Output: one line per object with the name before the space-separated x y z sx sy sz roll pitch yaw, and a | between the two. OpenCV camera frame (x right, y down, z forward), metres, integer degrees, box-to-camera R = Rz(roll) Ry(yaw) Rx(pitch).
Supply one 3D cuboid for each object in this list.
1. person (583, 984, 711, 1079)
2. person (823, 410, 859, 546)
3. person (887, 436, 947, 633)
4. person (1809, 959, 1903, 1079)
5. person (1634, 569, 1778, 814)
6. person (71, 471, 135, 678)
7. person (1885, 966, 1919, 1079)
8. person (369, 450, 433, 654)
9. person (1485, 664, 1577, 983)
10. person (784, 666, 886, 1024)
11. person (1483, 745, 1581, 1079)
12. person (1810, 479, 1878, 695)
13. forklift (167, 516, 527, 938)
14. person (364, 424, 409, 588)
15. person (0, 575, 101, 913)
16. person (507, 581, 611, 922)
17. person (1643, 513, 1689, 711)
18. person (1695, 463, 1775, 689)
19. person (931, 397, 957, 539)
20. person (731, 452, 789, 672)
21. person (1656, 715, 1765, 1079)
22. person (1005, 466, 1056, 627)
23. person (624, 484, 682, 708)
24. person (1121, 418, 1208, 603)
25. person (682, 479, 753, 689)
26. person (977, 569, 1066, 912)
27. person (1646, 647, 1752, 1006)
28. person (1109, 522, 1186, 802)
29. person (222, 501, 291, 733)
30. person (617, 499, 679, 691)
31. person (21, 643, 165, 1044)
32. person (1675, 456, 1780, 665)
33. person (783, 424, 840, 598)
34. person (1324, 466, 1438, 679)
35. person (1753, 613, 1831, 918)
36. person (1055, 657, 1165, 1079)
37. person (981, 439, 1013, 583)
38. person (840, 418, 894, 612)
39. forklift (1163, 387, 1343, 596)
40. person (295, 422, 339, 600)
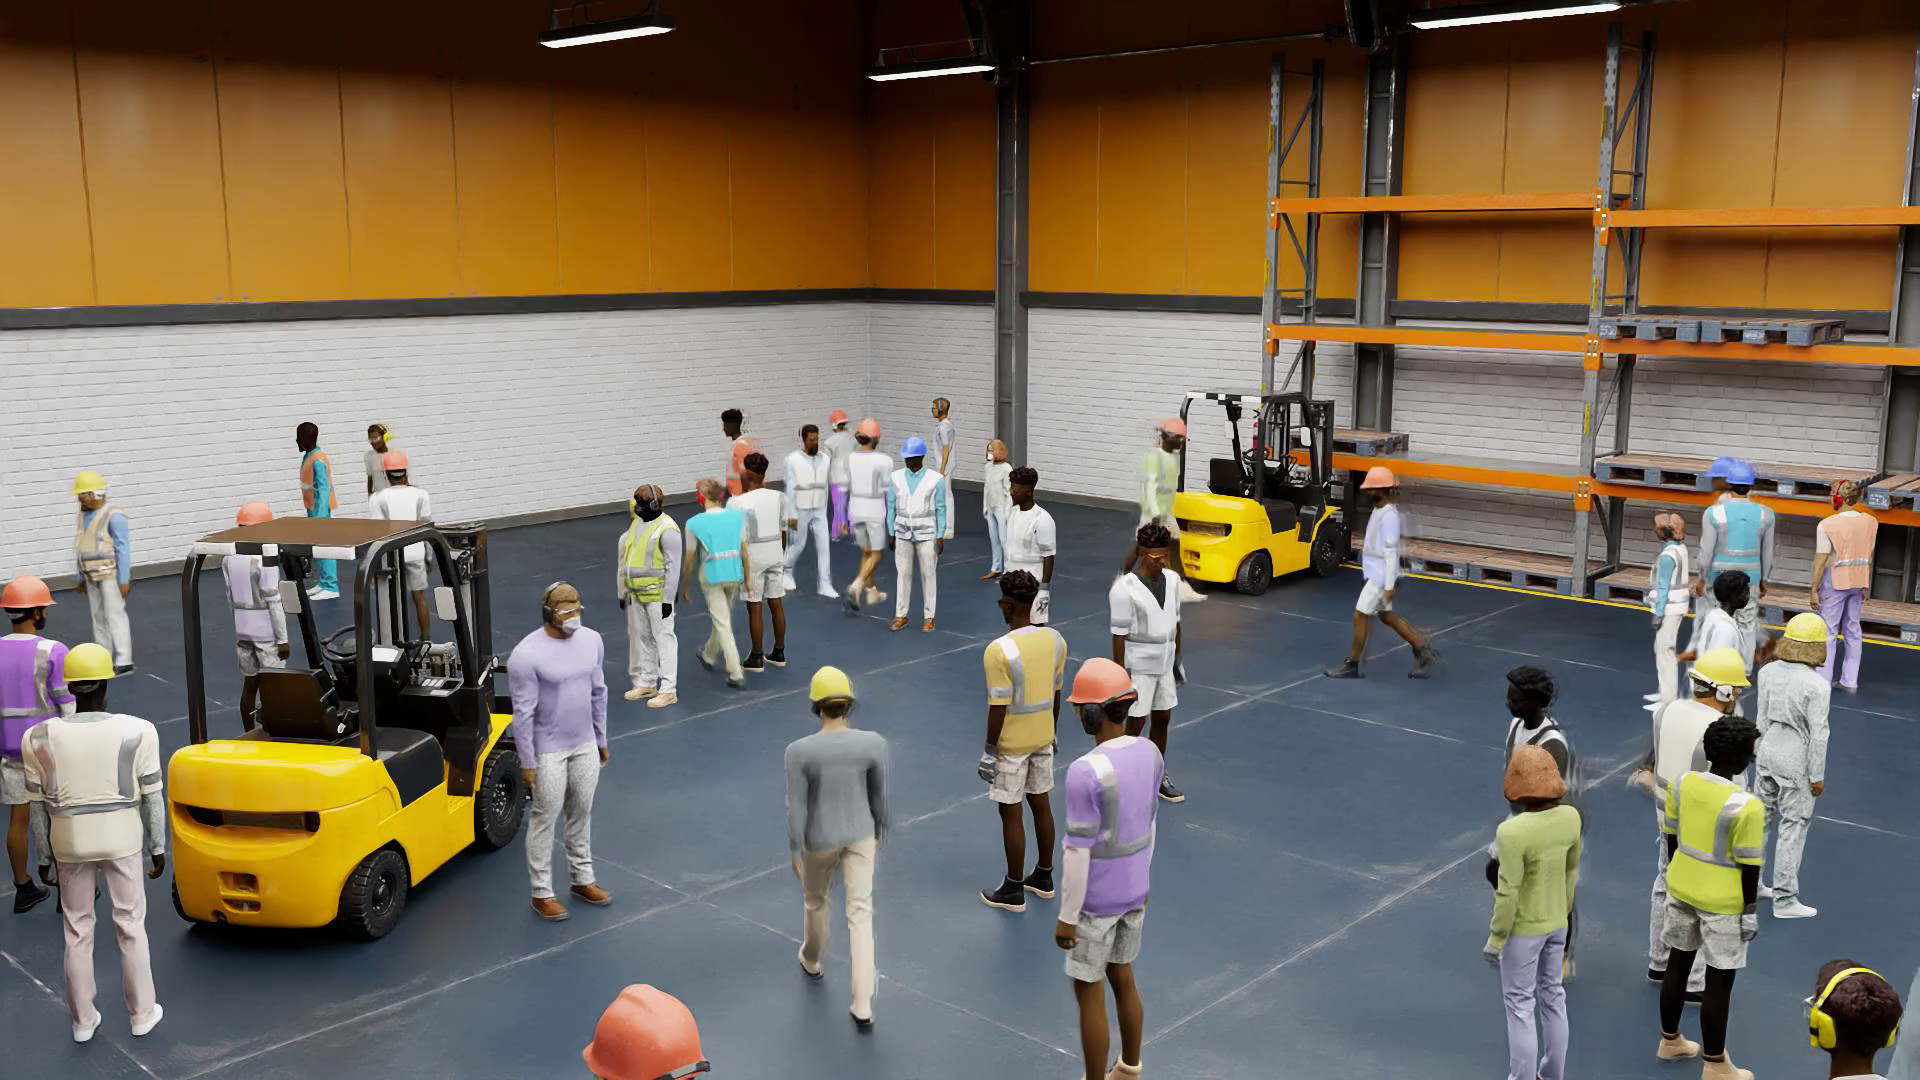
person | -0.729 2.055 4.031 0.377 2.045 0.605 8 13 38
person | -1.497 -0.798 21.197 0.805 1.726 0.569 10 14 44
person | -0.428 -0.055 16.332 0.605 1.944 0.402 3 10 17
person | 2.376 2.056 4.560 0.505 1.864 0.331 -2 10 -10
person | 5.028 0.996 11.161 0.874 1.656 0.538 3 10 16
person | -7.558 0.295 14.679 0.603 1.827 0.403 6 12 32
person | 4.020 1.741 6.725 0.874 1.722 0.558 -3 10 -17
person | -5.124 0.137 15.269 0.552 1.933 0.378 -6 12 -32
person | 2.930 1.457 8.487 0.488 1.673 0.545 -2 10 -9
person | -0.610 1.473 8.281 0.534 1.713 0.929 -3 10 -16
person | 2.484 1.695 7.255 0.506 1.631 0.277 -6 12 -32
person | 7.421 0.411 13.999 0.560 1.836 0.394 -2 10 -13
forklift | -3.583 0.976 9.748 1.214 2.155 2.313 2 10 11
person | -6.395 -0.395 18.644 0.511 1.829 0.655 0 10 1
person | -5.243 1.158 9.454 0.551 1.933 0.376 0 10 2
person | -2.248 1.174 9.390 0.379 1.930 0.630 8 13 38
person | 5.760 0.589 13.562 0.330 1.629 0.521 6 11 30
person | 6.615 0.313 14.226 0.614 1.946 0.389 1 10 4
person | -0.212 -0.932 21.607 0.325 1.843 0.517 1 10 5
person | -1.790 0.195 14.844 0.607 1.966 0.373 -10 14 -44
person | 3.398 1.618 7.527 0.325 1.690 0.536 -4 11 -19
person | 0.558 0.350 13.963 0.362 1.963 0.613 -6 12 -30
person | -2.551 0.452 13.741 0.429 1.844 0.627 -9 14 -42
person | 2.128 -0.318 17.773 1.061 1.972 0.704 9 13 40
person | -2.139 0.356 14.430 0.585 1.783 0.985 -8 13 -39
person | 0.343 1.133 9.503 0.361 1.963 0.614 10 14 43
person | 3.687 1.423 8.287 0.403 1.818 0.601 -3 10 -14
person | 1.271 0.843 11.212 0.615 1.951 0.388 -8 13 -38
person | -5.122 0.673 12.210 0.544 1.937 0.358 6 11 29
person | -2.671 0.441 14.250 0.557 1.689 0.702 -7 12 -35
person | -4.095 1.438 7.925 0.582 1.919 0.396 -4 11 -21
person | 6.931 0.206 14.923 0.823 1.928 0.624 2 10 10
person | -1.676 -0.343 18.144 0.592 1.886 0.889 -8 13 -39
person | 3.721 0.293 14.493 0.934 1.902 0.556 1 10 7
person | 4.715 1.263 9.430 0.324 1.737 0.486 -3 10 -18
person | 0.618 1.509 7.197 0.403 2.031 0.613 8 13 38
person | 0.432 -0.329 18.808 0.275 1.627 0.504 -6 12 -32
person | -0.988 -0.260 17.308 0.612 2.024 0.865 5 11 27
forklift | 3.298 -0.608 18.767 1.214 2.155 2.313 9 13 42
person | -6.909 -0.320 17.916 0.372 1.916 0.597 -6 12 -30
